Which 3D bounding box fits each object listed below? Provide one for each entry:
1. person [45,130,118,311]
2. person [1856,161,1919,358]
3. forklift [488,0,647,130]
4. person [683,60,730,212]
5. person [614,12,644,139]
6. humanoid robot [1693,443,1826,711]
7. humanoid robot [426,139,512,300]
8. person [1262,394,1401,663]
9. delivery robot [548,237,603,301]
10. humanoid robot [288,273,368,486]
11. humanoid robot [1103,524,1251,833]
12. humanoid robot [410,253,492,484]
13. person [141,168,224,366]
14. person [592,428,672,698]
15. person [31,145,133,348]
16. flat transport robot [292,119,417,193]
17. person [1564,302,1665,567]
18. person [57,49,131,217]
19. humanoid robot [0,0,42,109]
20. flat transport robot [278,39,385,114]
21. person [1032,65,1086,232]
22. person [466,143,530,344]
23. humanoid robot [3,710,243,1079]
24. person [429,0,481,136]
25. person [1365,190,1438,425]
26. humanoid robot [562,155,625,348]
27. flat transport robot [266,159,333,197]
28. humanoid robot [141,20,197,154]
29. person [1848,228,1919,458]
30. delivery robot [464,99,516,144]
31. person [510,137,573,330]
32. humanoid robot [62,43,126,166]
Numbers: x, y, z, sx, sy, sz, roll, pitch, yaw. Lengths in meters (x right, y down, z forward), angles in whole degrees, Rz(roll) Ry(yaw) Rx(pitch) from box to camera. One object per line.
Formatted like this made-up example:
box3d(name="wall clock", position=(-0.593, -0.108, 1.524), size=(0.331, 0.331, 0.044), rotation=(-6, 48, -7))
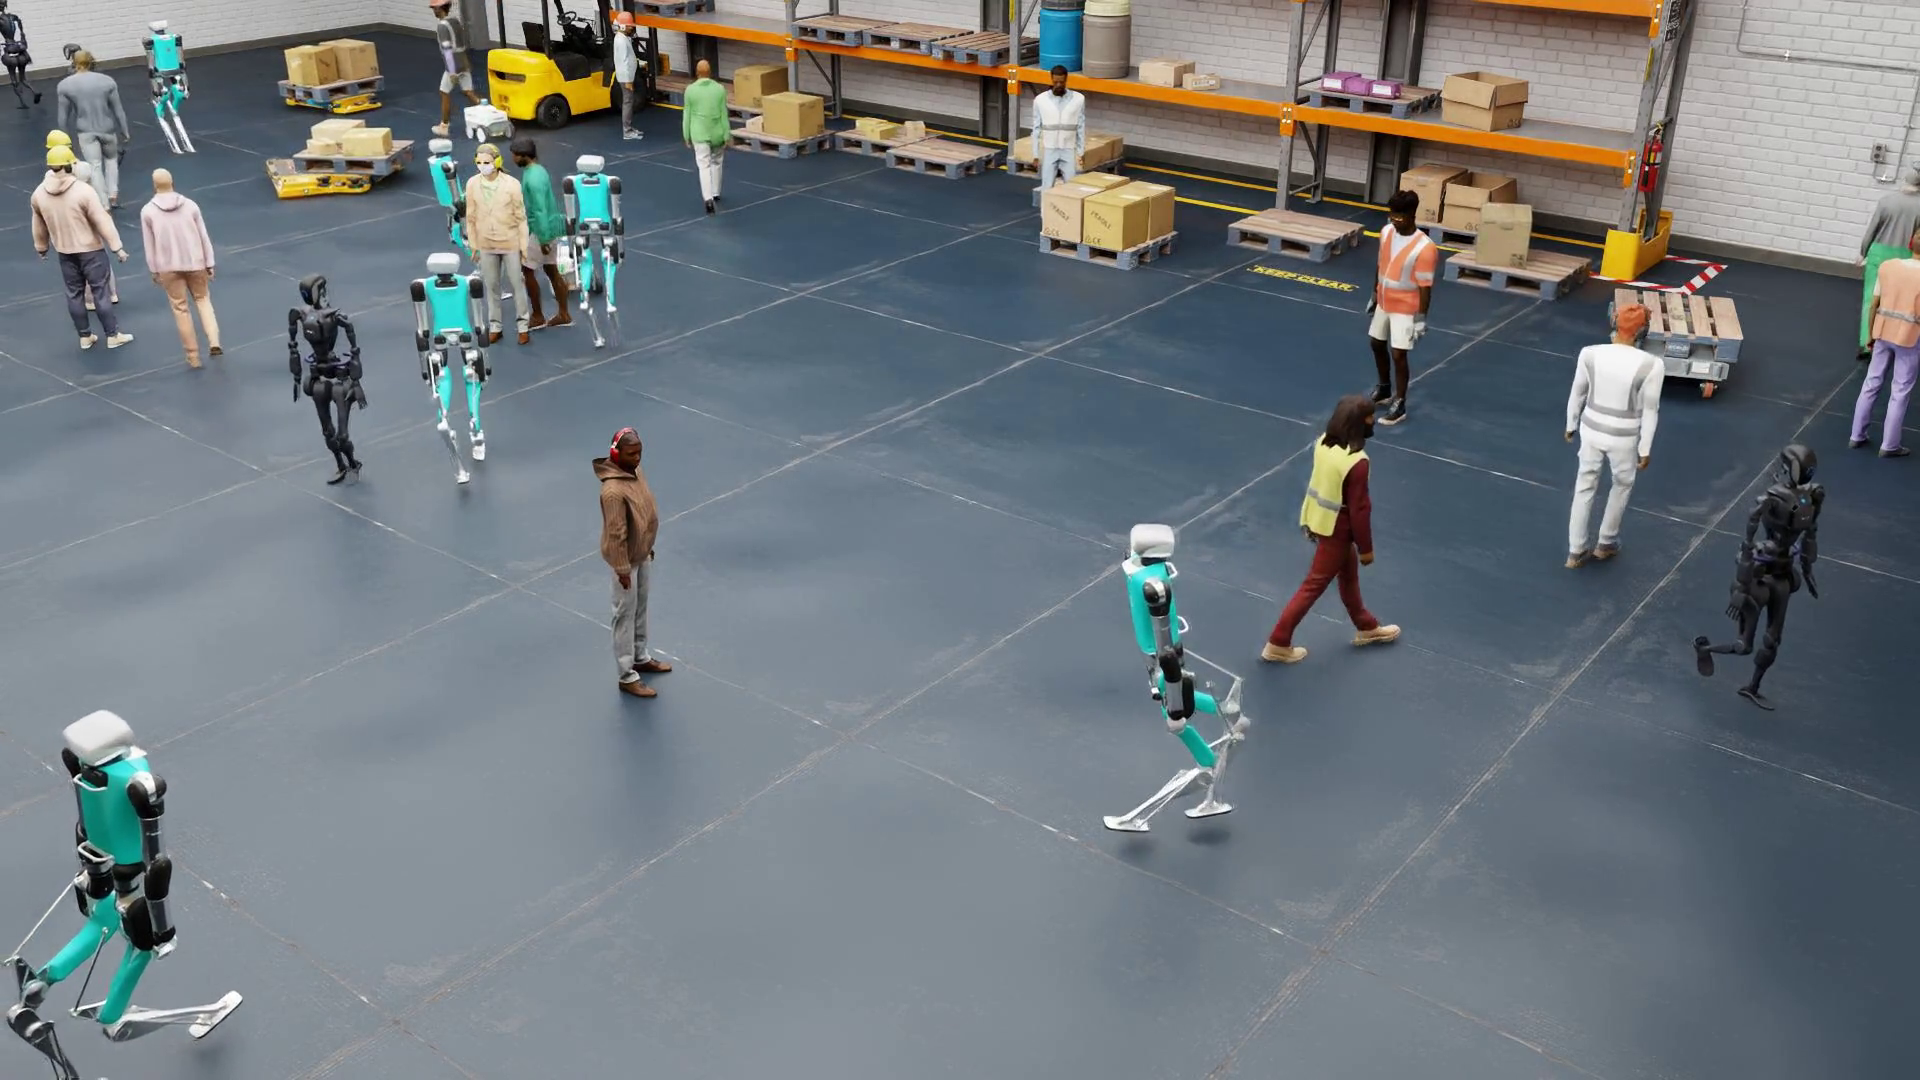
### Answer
box3d(name="person", position=(-8.663, -3.132, 16.336), size=(0.309, 1.768, 0.521), rotation=(10, 27, 19))
box3d(name="person", position=(8.483, -2.571, 15.136), size=(0.515, 1.806, 0.905), rotation=(10, 28, 20))
box3d(name="forklift", position=(-5.874, -7.334, 24.552), size=(1.214, 2.155, 2.313), rotation=(19, 32, 34))
box3d(name="person", position=(-3.024, -4.838, 19.898), size=(0.546, 1.746, 0.906), rotation=(-6, 26, -12))
box3d(name="person", position=(-4.672, -6.539, 23.422), size=(0.346, 1.739, 0.571), rotation=(-5, 26, -11))
box3d(name="humanoid robot", position=(4.645, 0.169, 9.616), size=(0.592, 1.644, 0.519), rotation=(-10, 28, -20))
box3d(name="humanoid robot", position=(-4.757, -3.073, 16.230), size=(1.044, 1.708, 0.555), rotation=(-16, 30, -30))
box3d(name="person", position=(2.294, -0.062, 10.034), size=(0.949, 1.718, 0.493), rotation=(-5, 26, -10))
box3d(name="delivery robot", position=(-3.999, -2.800, 17.029), size=(0.499, 0.585, 0.777), rotation=(-12, 28, -24))
box3d(name="humanoid robot", position=(-4.725, -1.197, 12.422), size=(0.610, 1.644, 0.352), rotation=(5, 26, 10))
box3d(name="humanoid robot", position=(1.176, 0.717, 8.365), size=(0.965, 1.715, 0.545), rotation=(-3, 26, -6))
box3d(name="humanoid robot", position=(-3.756, -1.206, 12.417), size=(0.538, 1.758, 1.012), rotation=(-6, 27, -13))
box3d(name="person", position=(-6.949, -2.426, 14.866), size=(0.541, 1.769, 0.448), rotation=(-17, 30, -31))
box3d(name="person", position=(-1.929, 0.112, 9.747), size=(0.328, 1.649, 0.461), rotation=(5, 26, 11))
box3d(name="person", position=(-8.091, -2.667, 15.259), size=(0.801, 1.864, 0.420), rotation=(1, 26, 2))
box3d(name="flat transport robot", position=(-7.701, -4.692, 21.288), size=(0.659, 0.231, 1.431), rotation=(2, 26, 4))
box3d(name="person", position=(4.402, -0.726, 11.230), size=(0.615, 1.867, 0.585), rotation=(18, 31, 33))
box3d(name="person", position=(-10.211, -4.794, 19.607), size=(0.753, 1.907, 0.621), rotation=(-14, 29, -27))
box3d(name="humanoid robot", position=(-14.358, -7.390, 25.264), size=(0.405, 1.645, 0.609), rotation=(9, 27, 19))
box3d(name="flat transport robot", position=(-9.642, -6.770, 25.592), size=(1.431, 0.231, 0.659), rotation=(16, 30, 30))
box3d(name="person", position=(1.117, -4.417, 18.839), size=(0.600, 1.904, 0.394), rotation=(-1, 26, -2))
box3d(name="person", position=(-4.259, -2.740, 15.400), size=(0.564, 1.875, 0.391), rotation=(1, 26, 1))
box3d(name="humanoid robot", position=(-3.486, 1.566, 6.660), size=(0.555, 1.738, 1.044), rotation=(15, 30, 28))
box3d(name="person", position=(-7.091, -6.675, 23.436), size=(0.992, 1.989, 0.629), rotation=(6, 26, 12))
box3d(name="person", position=(3.600, -1.917, 13.609), size=(0.498, 1.945, 0.665), rotation=(-13, 29, -25))
box3d(name="humanoid robot", position=(-3.330, -2.549, 15.205), size=(0.543, 1.834, 0.669), rotation=(-3, 26, -5))
box3d(name="flat transport robot", position=(-8.402, -4.624, 21.147), size=(0.659, 0.231, 1.431), rotation=(-12, 28, -23))
box3d(name="humanoid robot", position=(-10.795, -6.122, 22.568), size=(0.605, 1.813, 0.530), rotation=(18, 31, 33))
box3d(name="person", position=(7.314, -1.540, 12.947), size=(0.390, 1.846, 0.564), rotation=(-17, 30, -31))
box3d(name="delivery robot", position=(-6.669, -5.900, 23.481), size=(0.499, 0.613, 0.811), rotation=(-23, 34, -39))
box3d(name="person", position=(-4.069, -2.898, 15.775), size=(0.662, 1.827, 0.523), rotation=(-3, 26, -7))
box3d(name="humanoid robot", position=(-11.277, -5.601, 21.575), size=(0.618, 1.641, 0.599), rotation=(-13, 29, -25))
